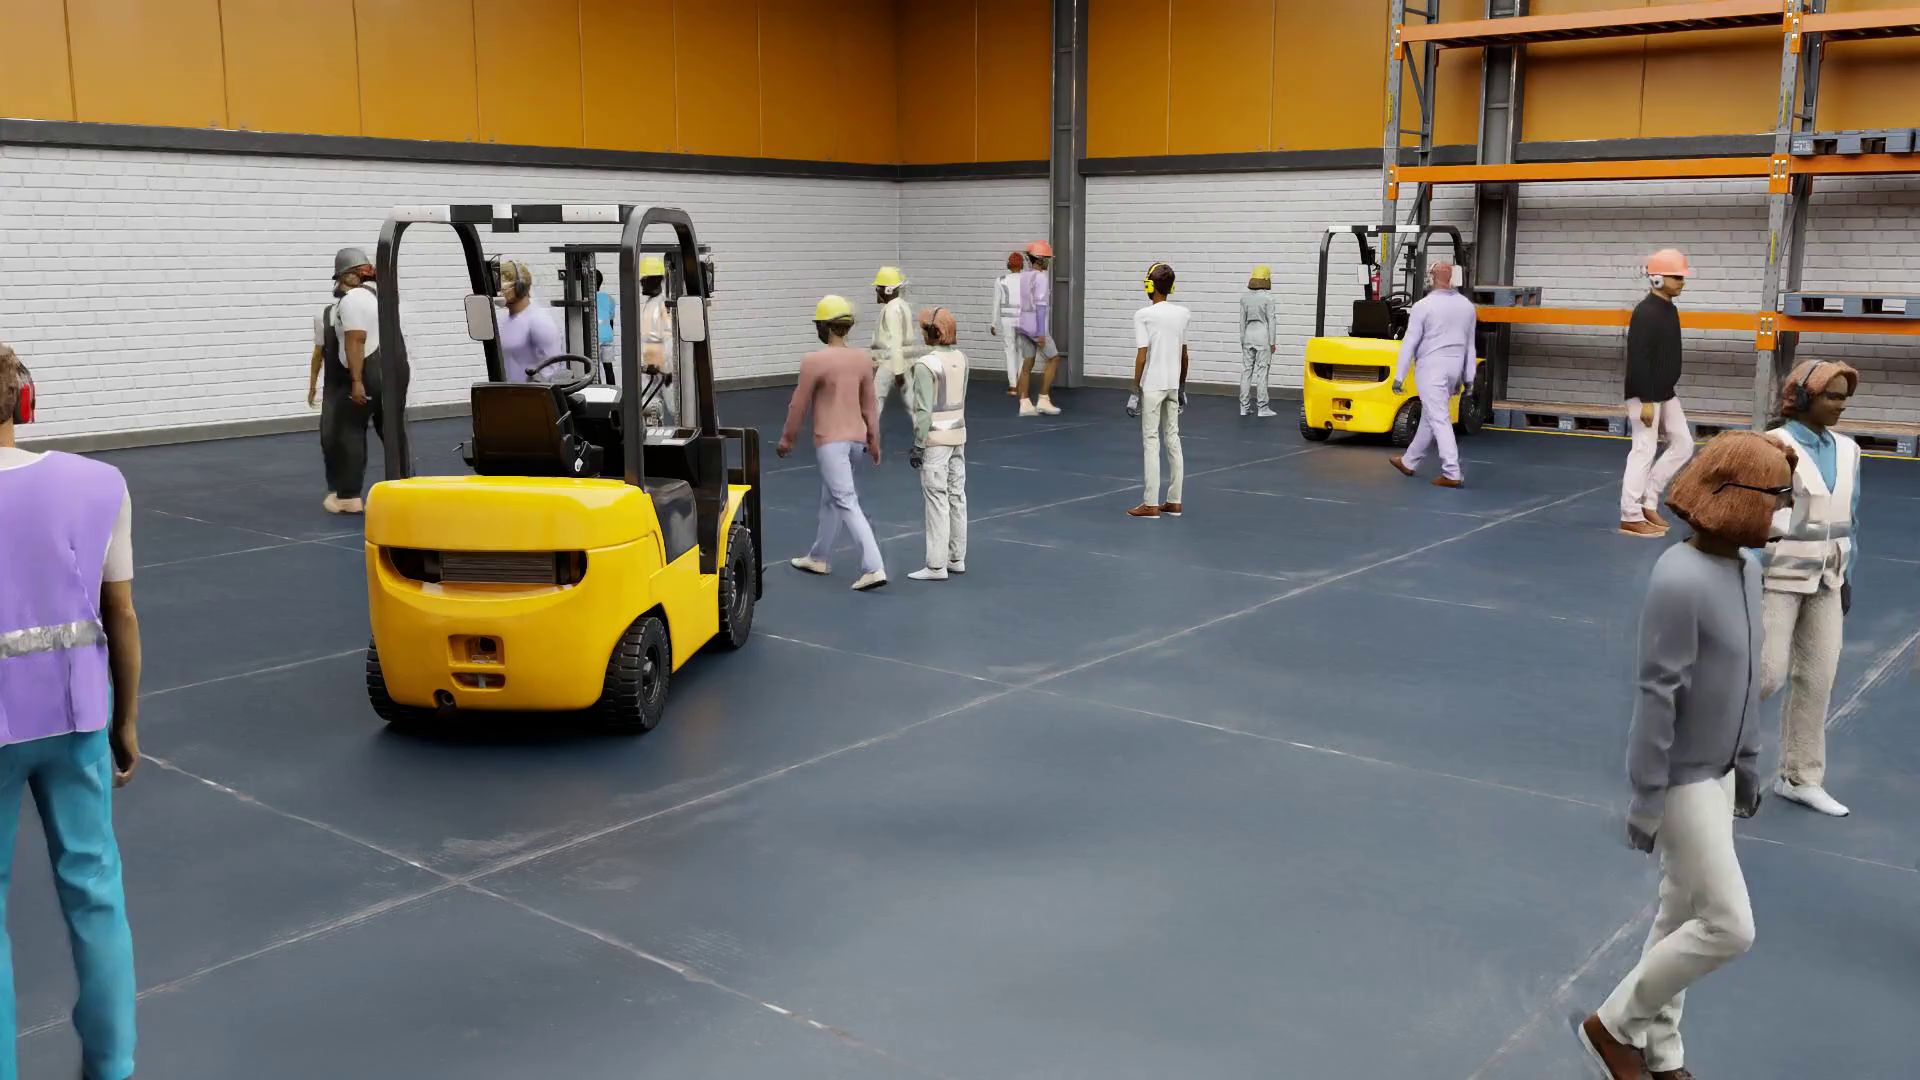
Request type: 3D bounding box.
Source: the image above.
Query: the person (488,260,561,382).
[{"bbox_3d":[-2.720,-0.705,9.968,0.880,1.904,0.651,-8,13,-38],"label":"person"}]

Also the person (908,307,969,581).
[{"bbox_3d":[-0.119,-0.573,9.982,0.307,1.641,0.513,6,12,29],"label":"person"}]

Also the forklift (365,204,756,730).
[{"bbox_3d":[-1.766,-0.406,7.525,1.214,2.155,2.313,1,10,7],"label":"forklift"}]

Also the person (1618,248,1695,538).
[{"bbox_3d":[4.764,-0.989,11.351,0.458,1.972,0.647,10,14,43],"label":"person"}]

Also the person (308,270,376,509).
[{"bbox_3d":[-4.612,-1.107,12.475,0.603,1.806,0.482,-1,10,-4],"label":"person"}]

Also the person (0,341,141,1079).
[{"bbox_3d":[-2.132,0.450,3.771,0.572,1.838,0.386,-10,14,-43],"label":"person"}]

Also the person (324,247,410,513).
[{"bbox_3d":[-4.451,-1.218,12.446,0.749,2.000,0.743,3,11,17],"label":"person"}]

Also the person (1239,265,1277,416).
[{"bbox_3d":[3.470,-2.308,19.315,0.489,1.744,0.295,10,14,43],"label":"person"}]

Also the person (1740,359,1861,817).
[{"bbox_3d":[2.974,0.151,6.010,0.531,1.619,0.573,-4,11,-20],"label":"person"}]

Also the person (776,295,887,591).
[{"bbox_3d":[-0.709,-0.579,9.816,0.934,1.716,0.526,8,13,38],"label":"person"}]

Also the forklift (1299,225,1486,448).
[{"bbox_3d":[4.449,-2.115,16.993,1.214,2.155,2.313,8,13,38],"label":"forklift"}]

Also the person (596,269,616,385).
[{"bbox_3d":[-4.337,-2.390,19.906,0.319,1.694,0.532,7,12,33],"label":"person"}]

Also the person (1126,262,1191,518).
[{"bbox_3d":[1.451,-1.093,12.225,0.514,1.873,0.329,-6,12,-31],"label":"person"}]

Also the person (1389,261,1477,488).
[{"bbox_3d":[3.933,-1.398,13.945,0.674,1.851,0.980,-6,12,-28],"label":"person"}]

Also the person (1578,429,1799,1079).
[{"bbox_3d":[1.701,0.553,3.784,0.348,1.615,0.512,9,14,42],"label":"person"}]

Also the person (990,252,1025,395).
[{"bbox_3d":[0.694,-2.876,22.121,0.585,1.868,0.683,-2,10,-13],"label":"person"}]

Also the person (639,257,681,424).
[{"bbox_3d":[-2.707,-1.639,15.208,0.930,1.891,0.596,-7,12,-33],"label":"person"}]

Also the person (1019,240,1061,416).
[{"bbox_3d":[0.957,-2.438,19.244,0.642,2.022,0.647,-4,11,-22],"label":"person"}]

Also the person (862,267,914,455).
[{"bbox_3d":[-0.644,-1.680,15.754,0.947,1.787,0.588,2,10,11],"label":"person"}]
